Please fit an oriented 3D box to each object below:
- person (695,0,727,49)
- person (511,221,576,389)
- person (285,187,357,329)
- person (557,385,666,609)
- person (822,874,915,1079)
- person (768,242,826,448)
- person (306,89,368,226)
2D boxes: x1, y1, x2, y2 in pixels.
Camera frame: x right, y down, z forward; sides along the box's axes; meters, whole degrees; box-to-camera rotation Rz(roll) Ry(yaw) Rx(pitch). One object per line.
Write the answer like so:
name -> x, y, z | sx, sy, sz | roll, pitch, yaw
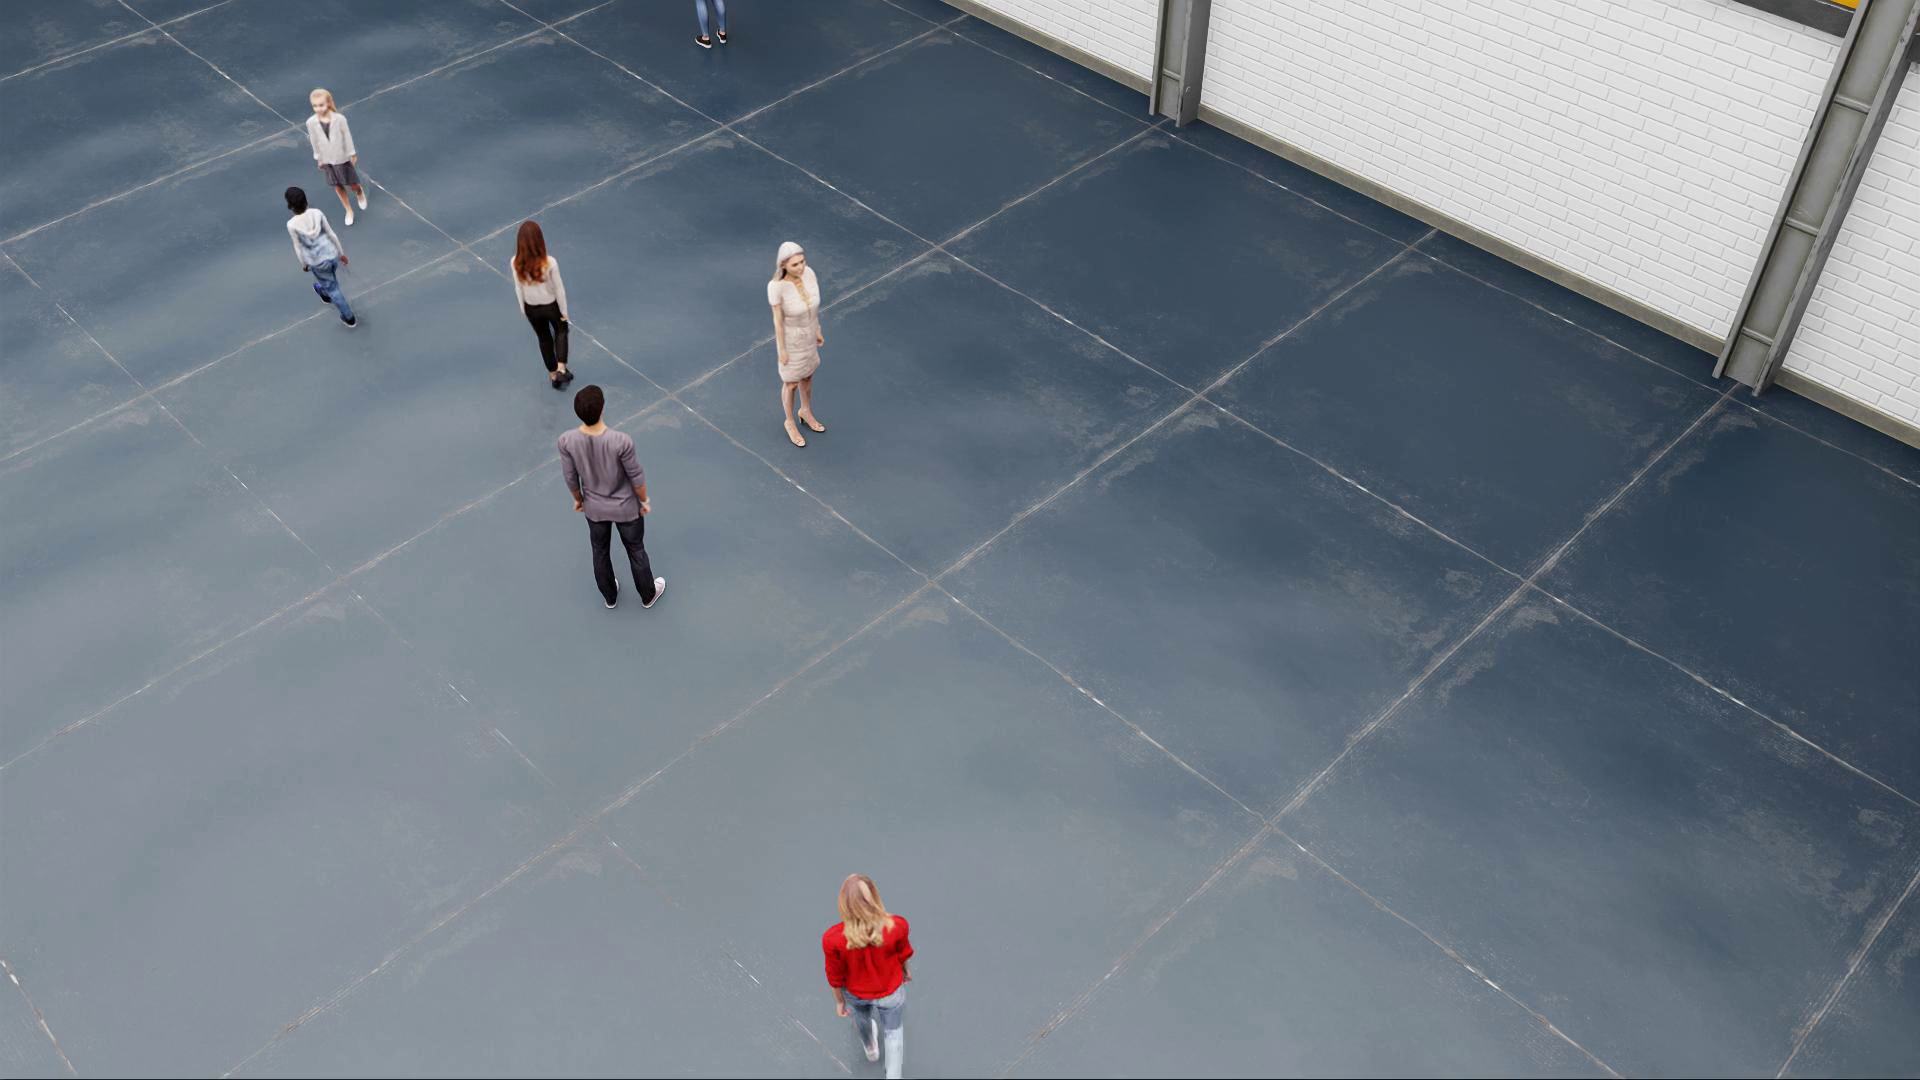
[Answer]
person -> -2.641, -5.911, 17.130 | 0.683, 1.683, 0.636 | -23, 48, -22
person -> -3.259, -1.771, 12.935 | 0.647, 1.477, 0.703 | -1, 44, -1
person -> -5.217, -2.283, 13.657 | 0.859, 1.221, 0.567 | 33, 52, 30
person -> -2.332, -0.265, 11.081 | 0.718, 1.854, 0.797 | 2, 44, 3
person -> -0.431, 2.335, 8.470 | 0.954, 1.688, 1.061 | -6, 44, -6
person -> -1.219, -1.476, 12.437 | 0.559, 1.736, 0.606 | 31, 52, 28
person -> -5.565, -3.447, 14.846 | 0.667, 1.266, 0.735 | -4, 44, -5
